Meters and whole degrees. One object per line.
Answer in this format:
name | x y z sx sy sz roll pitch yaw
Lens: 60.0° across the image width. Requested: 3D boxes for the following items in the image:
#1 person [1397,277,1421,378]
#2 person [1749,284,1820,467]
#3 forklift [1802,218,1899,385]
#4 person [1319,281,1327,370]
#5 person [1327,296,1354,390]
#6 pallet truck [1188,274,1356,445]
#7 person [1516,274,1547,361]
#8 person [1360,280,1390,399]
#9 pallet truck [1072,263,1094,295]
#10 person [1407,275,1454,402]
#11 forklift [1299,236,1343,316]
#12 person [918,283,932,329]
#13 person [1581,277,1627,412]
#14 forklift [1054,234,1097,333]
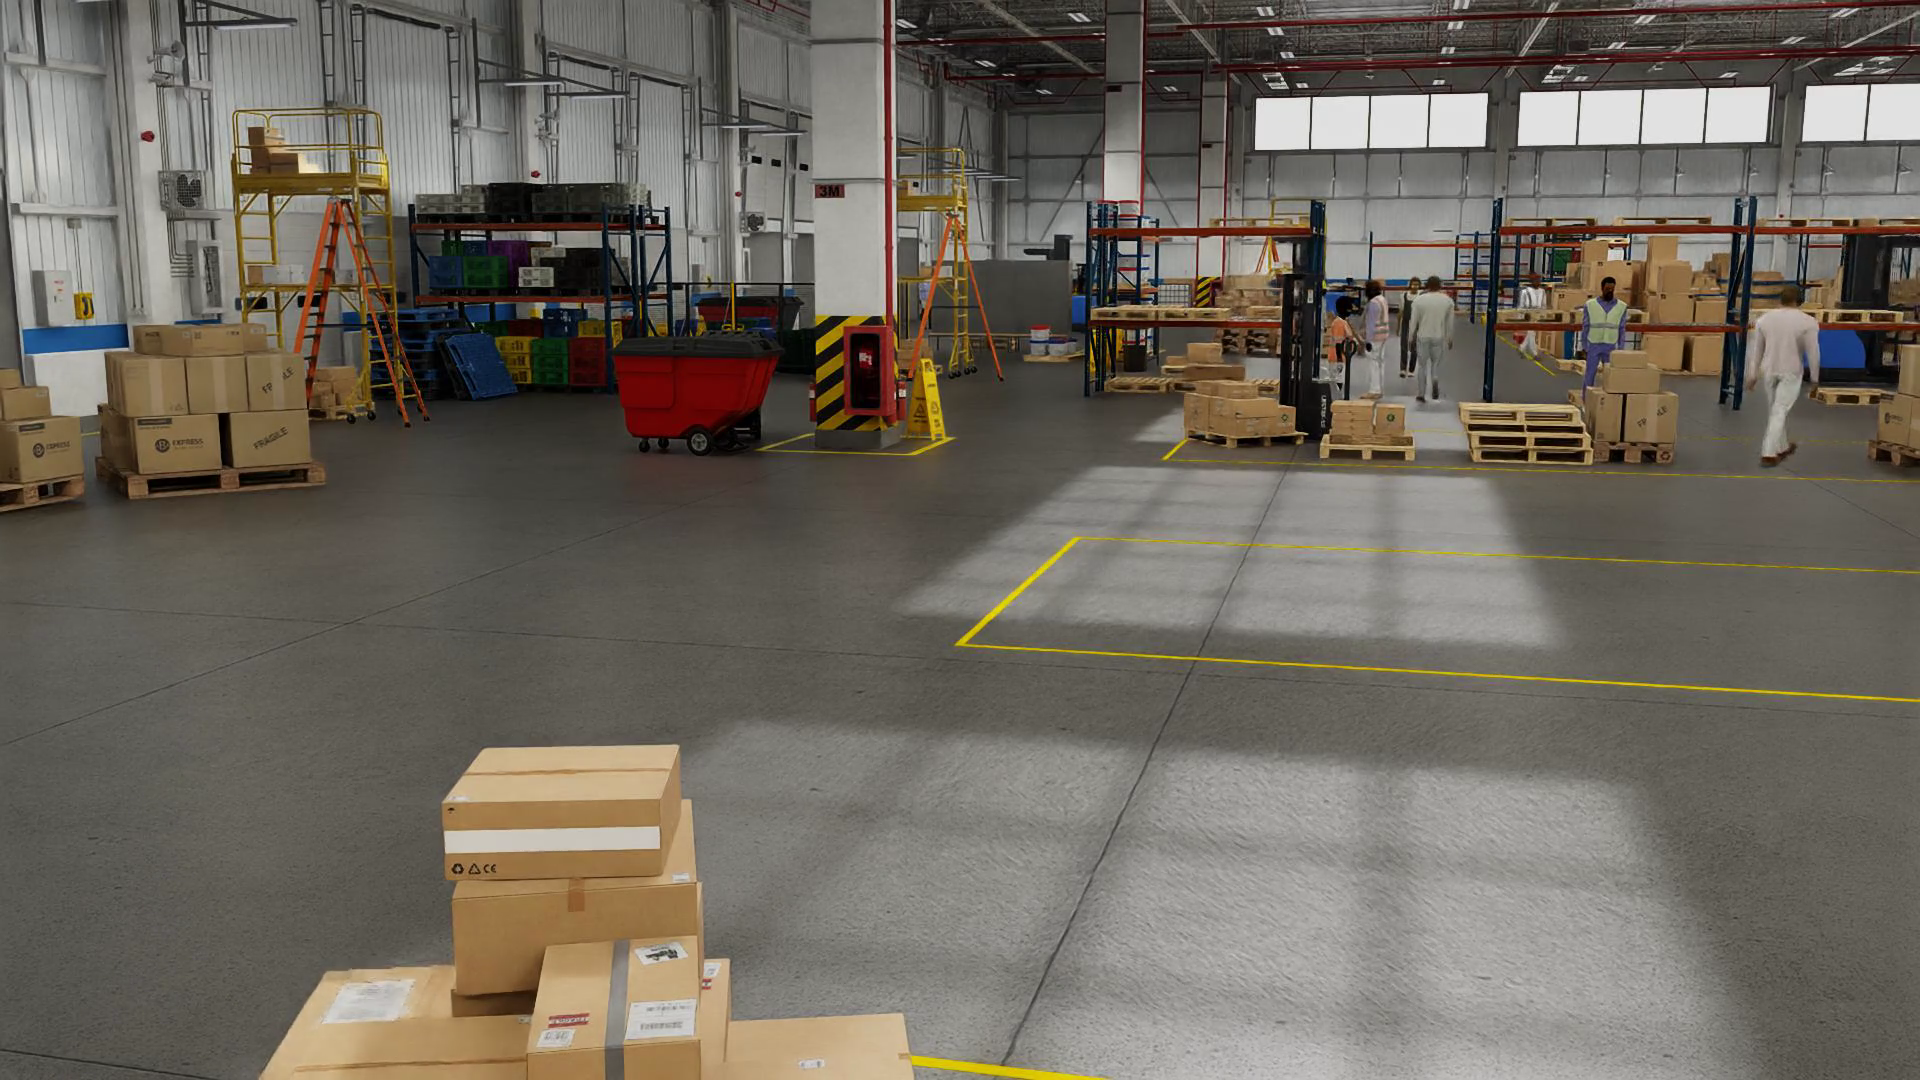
person | 8.169 -3.824 30.040 0.539 1.815 0.781 3 10 15
person | 8.682 -1.725 17.465 1.021 1.889 0.647 -8 12 -38
forklift | 15.277 -4.077 28.408 1.873 2.768 1.129 2 10 14
person | 6.912 -4.125 32.059 0.485 1.736 0.321 -9 13 -41
person | 4.869 -2.276 21.299 0.320 1.692 0.532 3 10 17
pallet truck | 3.653 -2.138 19.590 1.885 1.965 0.823 -4 10 -20
person | 12.128 -4.728 35.318 0.590 1.849 0.934 -3 10 -19
person | 6.383 -3.080 25.634 0.432 1.836 0.646 5 11 28
pallet truck | 4.325 -8.180 55.162 0.823 1.965 1.885 6 11 31
person | 7.054 -3.013 24.968 0.702 1.921 0.497 0 10 3
forklift | 10.792 -7.966 51.308 1.873 2.768 1.129 -2 10 -12
person | -1.002 -7.363 50.565 0.544 1.930 0.389 -4 11 -23
person | 9.014 -2.729 23.335 0.588 1.912 0.390 1 10 8
forklift | 2.933 -7.338 47.611 1.873 2.768 1.129 2 10 14
